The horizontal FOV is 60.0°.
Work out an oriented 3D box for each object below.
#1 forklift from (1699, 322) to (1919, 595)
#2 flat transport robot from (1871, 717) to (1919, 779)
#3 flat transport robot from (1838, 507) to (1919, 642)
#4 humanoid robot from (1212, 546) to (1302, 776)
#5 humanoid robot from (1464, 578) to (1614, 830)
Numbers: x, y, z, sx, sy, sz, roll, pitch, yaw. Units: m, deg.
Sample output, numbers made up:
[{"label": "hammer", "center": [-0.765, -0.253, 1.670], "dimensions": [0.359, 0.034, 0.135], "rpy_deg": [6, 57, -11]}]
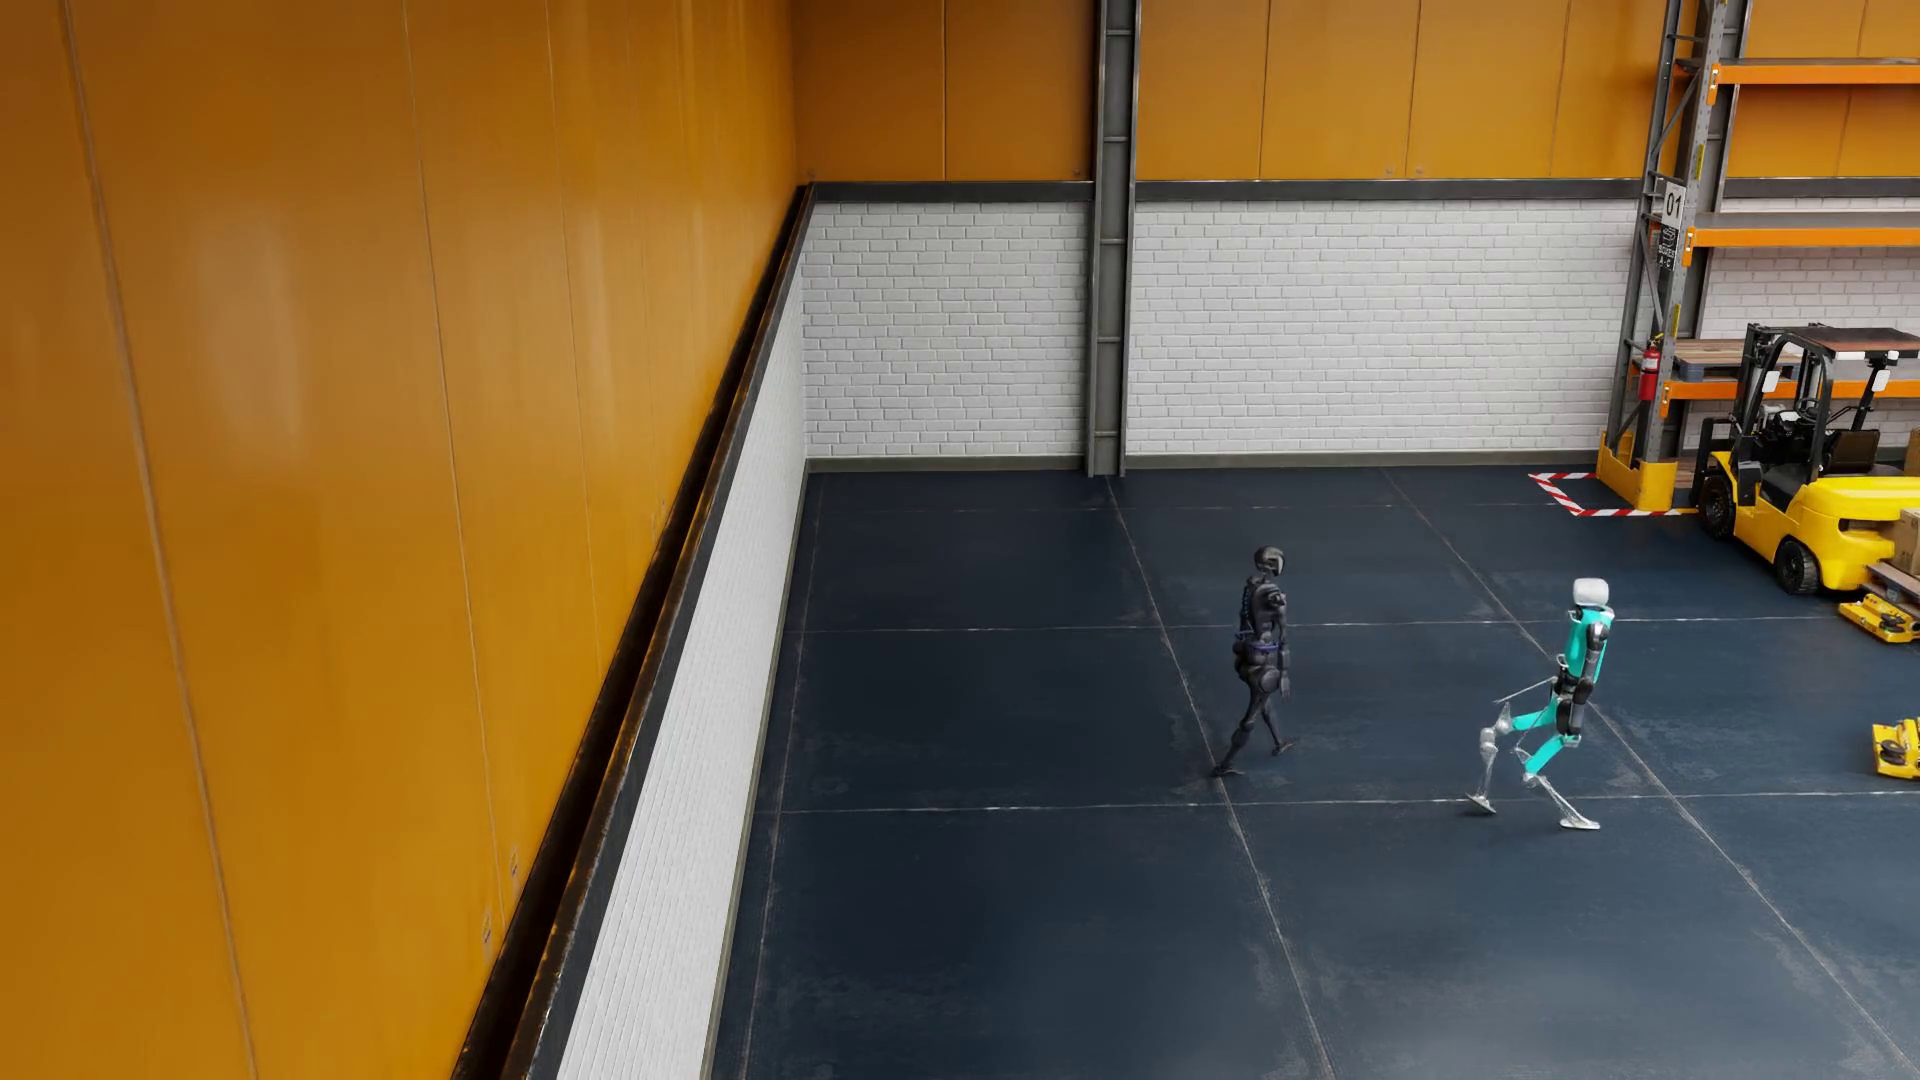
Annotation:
[{"label": "forklift", "center": [7.809, -0.792, 14.926], "dimensions": [1.214, 2.155, 2.313], "rpy_deg": [-1, 20, -2]}, {"label": "flat transport robot", "center": [7.097, 1.523, 11.423], "dimensions": [1.431, 0.231, 0.659], "rpy_deg": [9, 22, 22]}, {"label": "flat transport robot", "center": [8.203, 0.613, 13.889], "dimensions": [1.431, 0.231, 0.659], "rpy_deg": [-3, 20, -7]}, {"label": "humanoid robot", "center": [2.086, 0.814, 11.372], "dimensions": [0.776, 1.623, 0.608], "rpy_deg": [-8, 22, -20]}, {"label": "humanoid robot", "center": [3.634, 1.066, 10.609], "dimensions": [1.015, 1.778, 0.539], "rpy_deg": [4, 21, 11]}]
